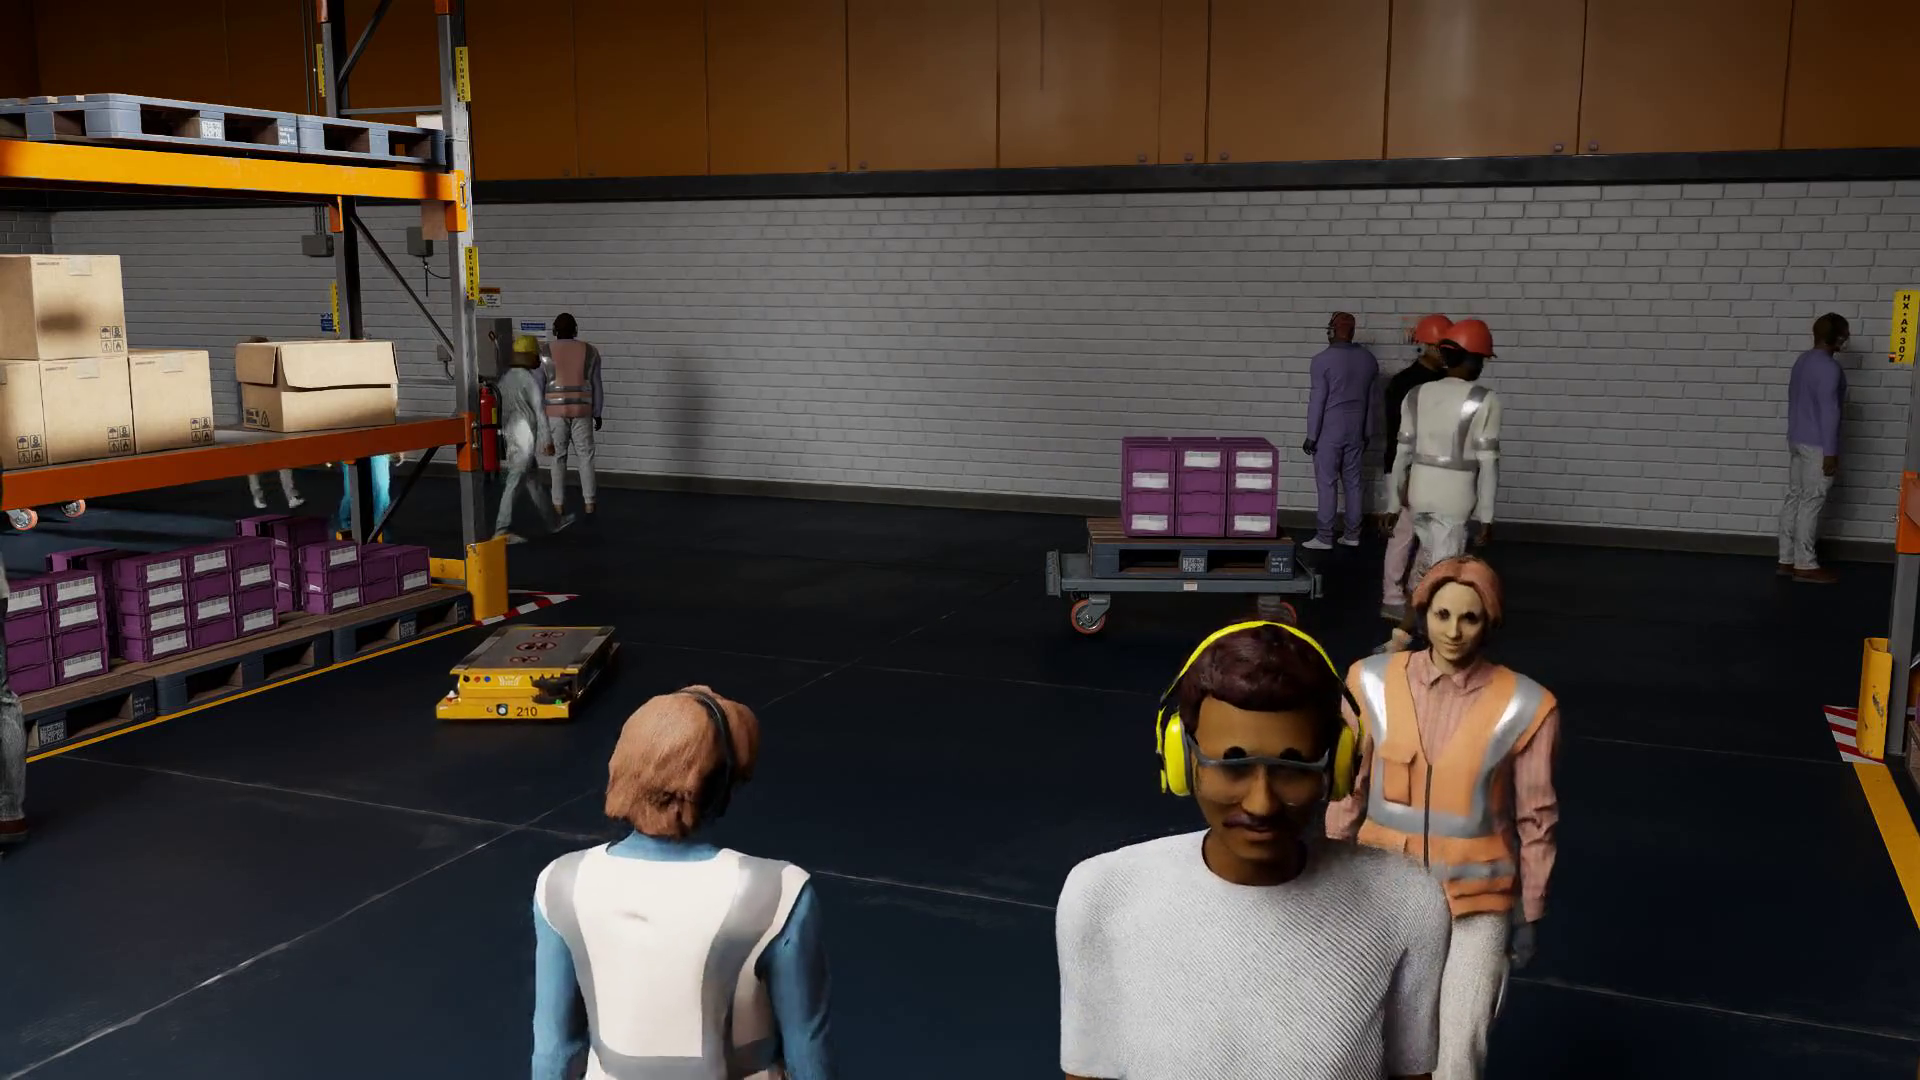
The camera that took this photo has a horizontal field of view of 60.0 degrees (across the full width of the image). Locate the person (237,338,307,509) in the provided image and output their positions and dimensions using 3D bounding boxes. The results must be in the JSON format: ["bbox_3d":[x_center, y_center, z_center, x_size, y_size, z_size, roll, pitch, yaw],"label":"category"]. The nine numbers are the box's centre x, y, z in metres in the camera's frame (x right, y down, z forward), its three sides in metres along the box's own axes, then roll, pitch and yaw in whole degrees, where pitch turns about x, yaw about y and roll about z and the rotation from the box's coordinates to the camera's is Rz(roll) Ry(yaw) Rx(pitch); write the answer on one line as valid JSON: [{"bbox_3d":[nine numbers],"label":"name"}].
[{"bbox_3d":[-6.396,-1.060,15.401,0.527,1.597,0.806,-9,13,-44],"label":"person"}]

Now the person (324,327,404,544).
[{"bbox_3d":[-4.647,-0.757,12.901,0.613,1.816,0.565,-5,11,-30],"label":"person"}]

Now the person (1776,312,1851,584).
[{"bbox_3d":[6.159,-0.665,11.985,0.354,1.936,0.635,1,9,6],"label":"person"}]

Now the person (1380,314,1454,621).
[{"bbox_3d":[2.939,-0.441,10.548,0.688,1.966,0.497,-7,12,-38],"label":"person"}]

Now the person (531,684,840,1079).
[{"bbox_3d":[-0.487,1.034,2.721,0.498,1.596,0.839,4,10,21],"label":"person"}]

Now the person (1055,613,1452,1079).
[{"bbox_3d":[0.353,1.002,2.145,0.532,1.858,0.396,2,10,11],"label":"person"}]

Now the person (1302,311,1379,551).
[{"bbox_3d":[3.009,-0.864,13.285,0.651,1.907,0.409,-5,11,-27],"label":"person"}]

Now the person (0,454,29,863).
[{"bbox_3d":[-3.809,0.279,6.283,0.379,1.933,0.629,-1,9,-4],"label":"person"}]

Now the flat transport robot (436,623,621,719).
[{"bbox_3d":[-2.267,0.678,8.882,0.652,0.197,1.431,0,9,-1],"label":"flat transport robot"}]

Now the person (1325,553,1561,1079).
[{"bbox_3d":[1.131,0.820,3.910,0.528,1.620,0.582,5,11,28],"label":"person"}]

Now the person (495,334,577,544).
[{"bbox_3d":[-3.523,-0.836,13.736,0.851,1.701,0.510,-9,13,-42],"label":"person"}]

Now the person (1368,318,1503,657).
[{"bbox_3d":[2.567,-0.200,9.030,0.921,2.001,0.655,-6,11,-34],"label":"person"}]

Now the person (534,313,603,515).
[{"bbox_3d":[-3.582,-1.150,15.215,0.634,1.842,0.429,-4,10,-22],"label":"person"}]
